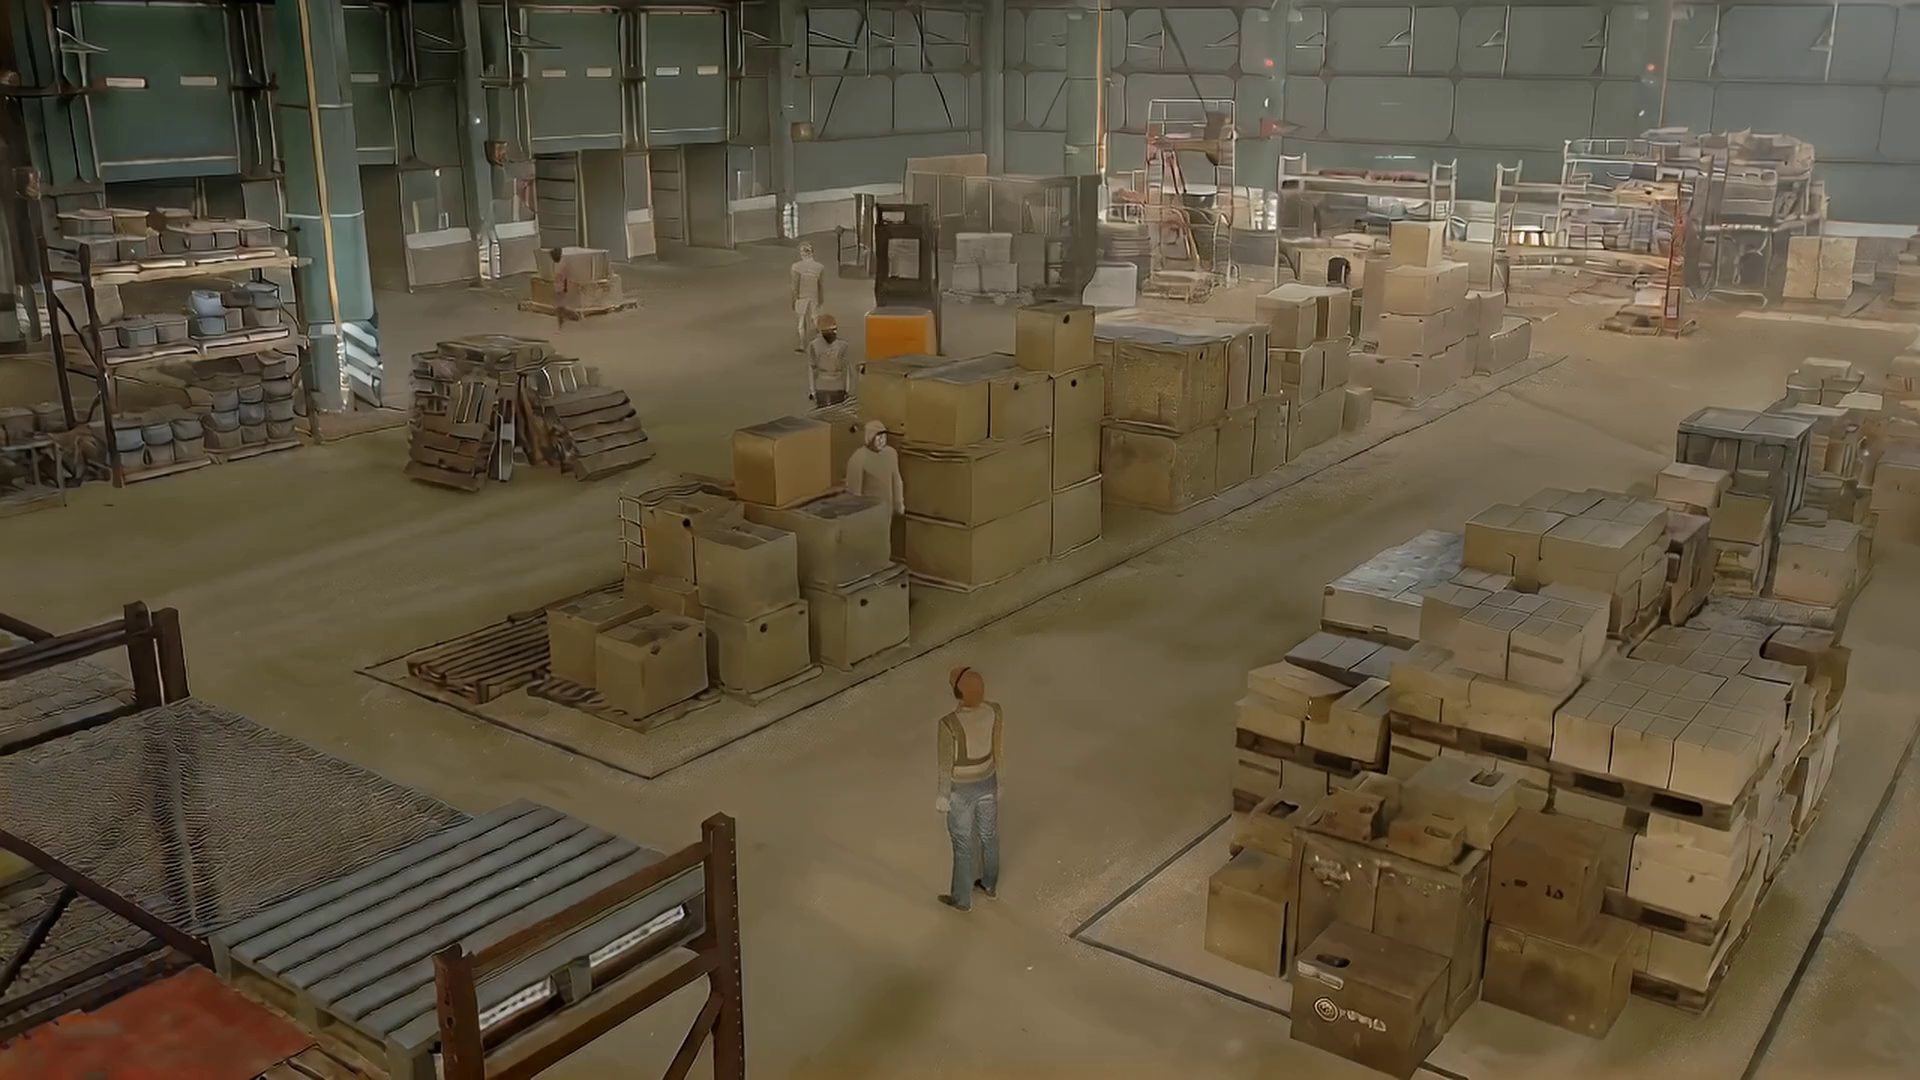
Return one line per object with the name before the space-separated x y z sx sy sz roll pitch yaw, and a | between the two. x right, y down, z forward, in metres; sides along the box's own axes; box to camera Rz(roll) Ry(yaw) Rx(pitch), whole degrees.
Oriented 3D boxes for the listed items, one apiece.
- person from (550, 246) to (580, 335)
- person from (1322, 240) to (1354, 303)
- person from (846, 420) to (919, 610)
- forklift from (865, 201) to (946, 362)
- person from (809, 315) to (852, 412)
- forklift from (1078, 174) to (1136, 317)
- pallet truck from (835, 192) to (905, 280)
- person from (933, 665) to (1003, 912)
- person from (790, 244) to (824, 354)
person | -7.507 -4.708 31.386 0.426 1.684 0.546 -15 23 -41
person | 6.964 -4.536 30.482 0.552 1.882 0.989 14 22 39
person | -0.771 -0.248 16.287 1.003 1.882 0.651 13 21 38
forklift | -0.931 -4.236 27.802 1.129 2.768 1.873 2 17 8
person | -1.733 -2.052 22.207 0.585 1.920 0.382 3 17 8
forklift | 2.567 -5.825 33.062 1.873 2.768 1.129 1 17 2
pallet truck | -1.936 -7.159 38.982 1.885 1.965 0.823 -12 21 -34
person | 0.058 1.585 10.636 0.513 1.641 0.309 -13 21 -37
person | -2.719 -4.282 29.589 0.636 1.927 0.386 -9 19 -28
